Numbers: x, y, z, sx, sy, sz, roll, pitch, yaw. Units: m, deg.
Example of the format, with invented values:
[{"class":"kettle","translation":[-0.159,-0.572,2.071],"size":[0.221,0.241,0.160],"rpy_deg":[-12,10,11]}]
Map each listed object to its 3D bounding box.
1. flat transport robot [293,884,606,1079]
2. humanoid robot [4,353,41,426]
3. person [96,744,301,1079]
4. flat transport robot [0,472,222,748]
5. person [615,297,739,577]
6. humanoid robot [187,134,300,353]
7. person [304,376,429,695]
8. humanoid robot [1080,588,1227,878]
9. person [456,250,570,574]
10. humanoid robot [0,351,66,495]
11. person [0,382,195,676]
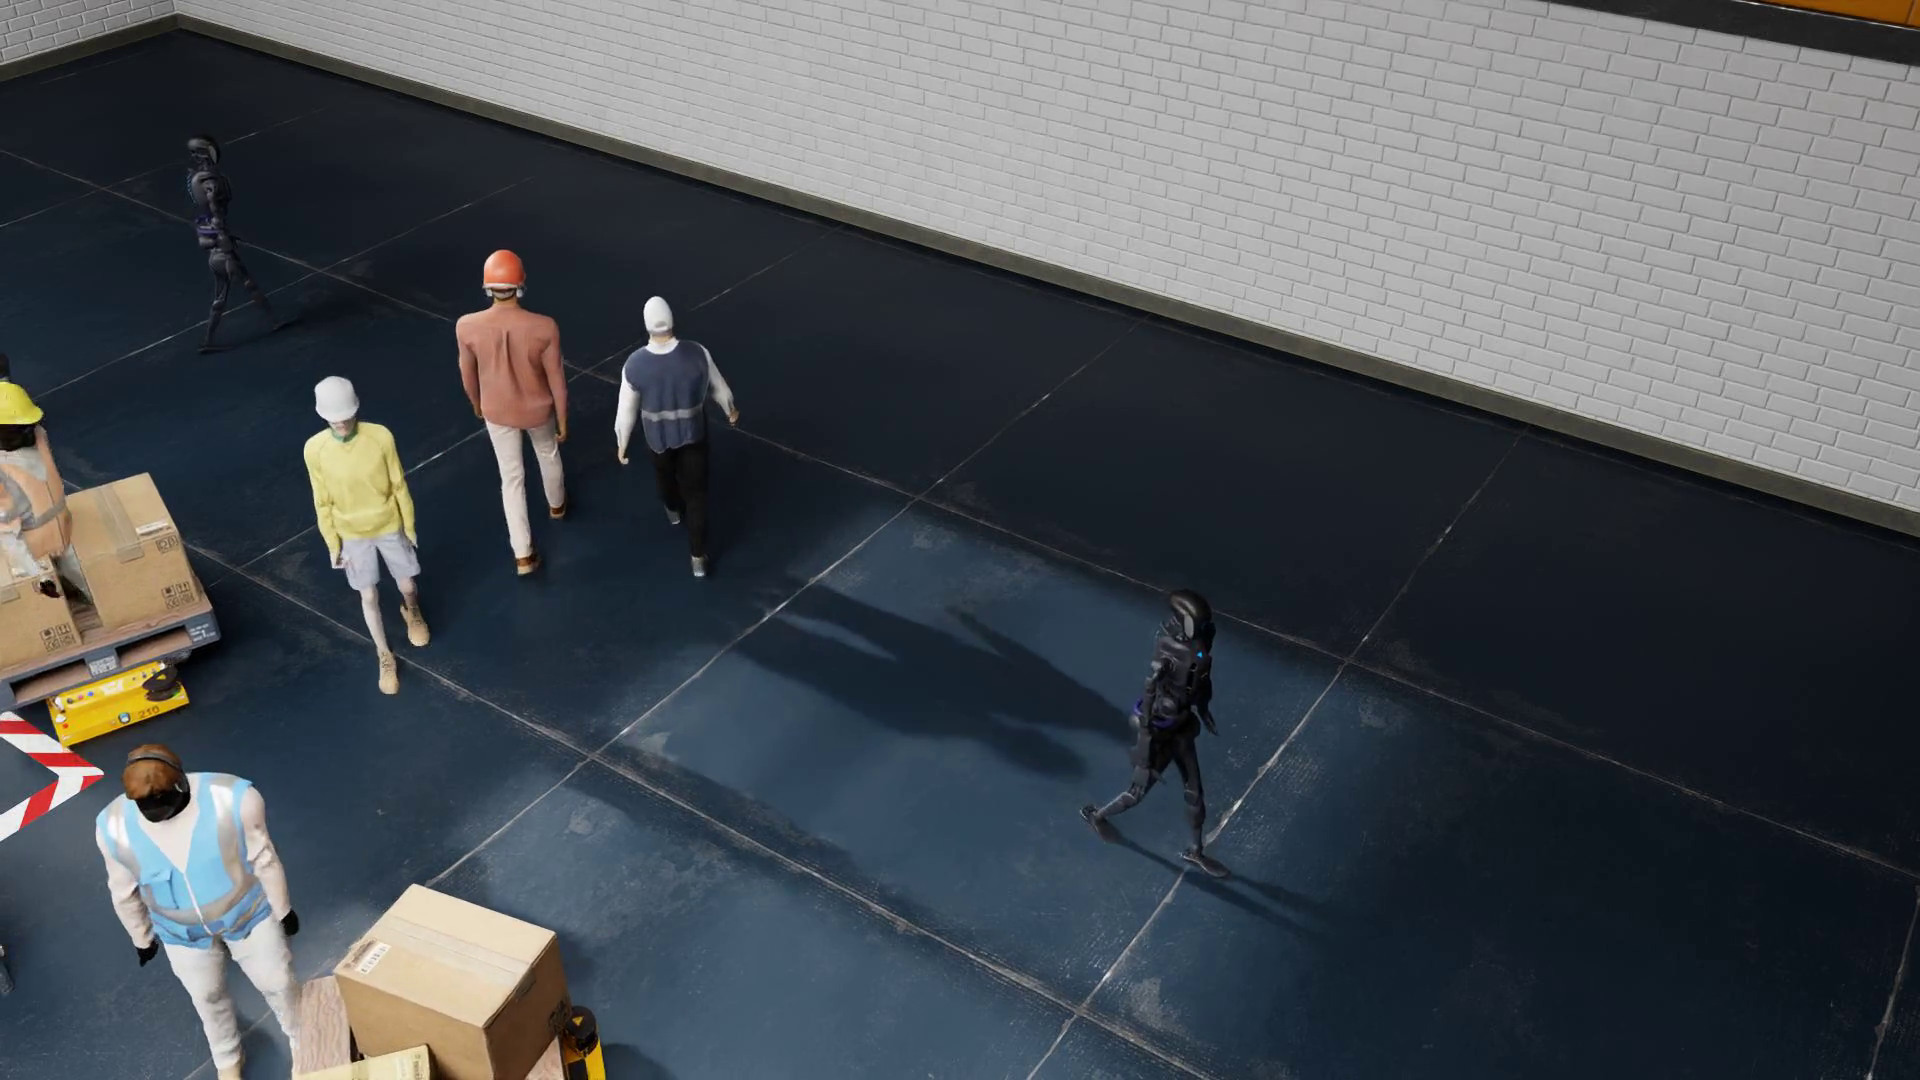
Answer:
[{"class":"flat transport robot","translation":[-2.182,2.383,6.857],"size":[1.431,0.231,0.659],"rpy_deg":[-10,36,-14]},{"class":"humanoid robot","translation":[-5.675,-0.642,9.946],"size":[0.362,1.651,0.609],"rpy_deg":[-13,37,-18]},{"class":"person","translation":[-3.028,1.525,6.726],"size":[0.649,1.838,0.430],"rpy_deg":[-11,36,-15]},{"class":"flat transport robot","translation":[-4.890,0.601,9.404],"size":[0.659,0.231,1.431],"rpy_deg":[-21,40,-27]},{"class":"person","translation":[-1.687,-0.671,9.968],"size":[0.732,1.708,0.936],"rpy_deg":[-5,35,-7]},{"class":"humanoid robot","translation":[-5.401,-2.182,12.189],"size":[0.784,1.625,0.606],"rpy_deg":[-15,38,-20]},{"class":"person","translation":[-3.188,-0.074,8.971],"size":[0.498,1.881,0.595],"rpy_deg":[-13,37,-17]},{"class":"humanoid robot","translation":[0.958,0.877,7.825],"size":[0.766,1.636,0.611],"rpy_deg":[25,42,31]},{"class":"person","translation":[-2.634,-0.780,9.920],"size":[0.610,1.951,0.997],"rpy_deg":[-6,35,-9]},{"class":"humanoid robot","translation":[-5.303,-0.289,9.423],"size":[0.831,1.793,0.544],"rpy_deg":[20,40,26]},{"class":"person","translation":[-4.778,0.025,8.823],"size":[0.926,1.887,0.607],"rpy_deg":[6,35,8]}]
